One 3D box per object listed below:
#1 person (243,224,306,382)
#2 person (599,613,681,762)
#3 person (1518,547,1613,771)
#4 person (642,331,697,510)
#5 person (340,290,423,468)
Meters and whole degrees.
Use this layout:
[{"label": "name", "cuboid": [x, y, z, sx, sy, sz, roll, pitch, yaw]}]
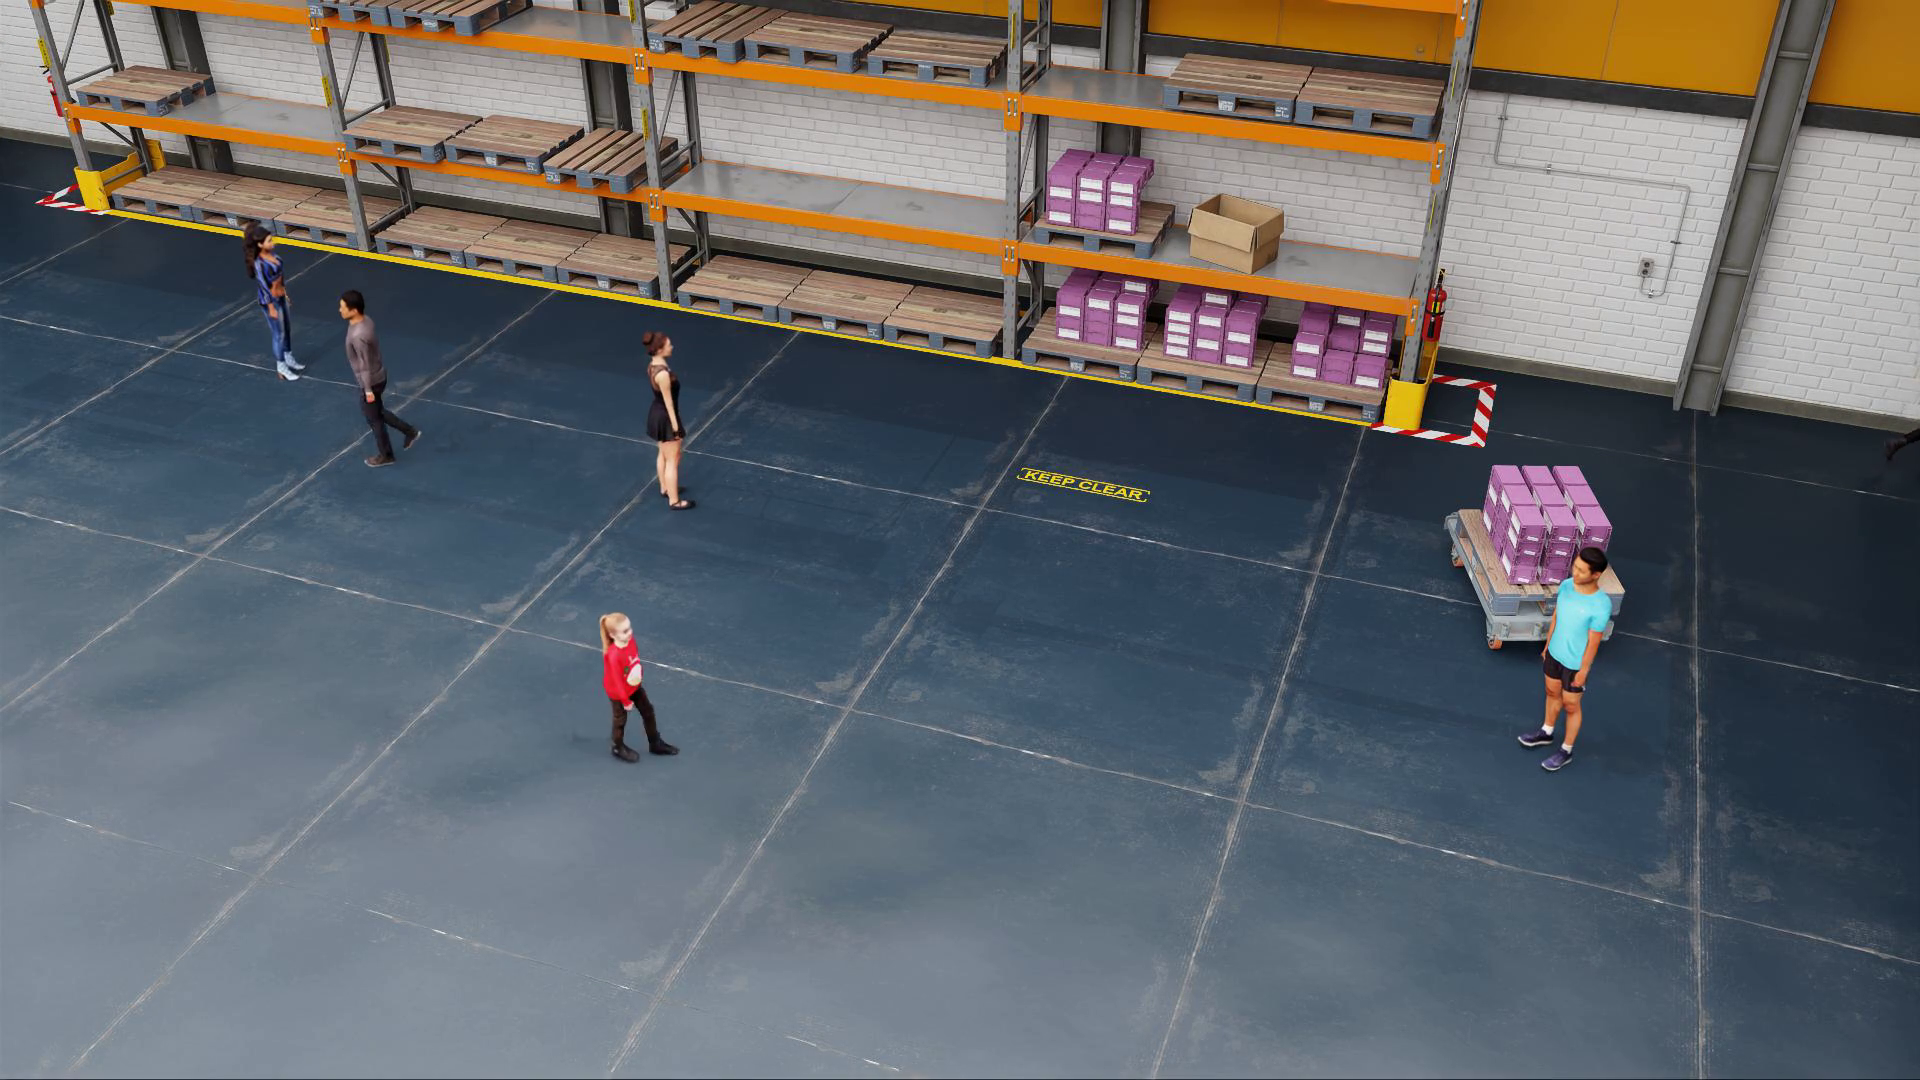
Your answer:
[{"label": "person", "cuboid": [-6.818, -2.366, 16.534, 0.662, 1.619, 0.675, 0, 34, 0]}, {"label": "person", "cuboid": [-2.413, 1.036, 11.735, 0.711, 1.266, 0.527, 10, 35, 14]}, {"label": "person", "cuboid": [4.279, 0.807, 11.621, 0.709, 1.773, 0.667, -12, 35, -17]}, {"label": "person", "cuboid": [-2.583, -1.060, 14.519, 0.737, 1.675, 0.682, -12, 36, -18]}, {"label": "person", "cuboid": [-5.247, -1.460, 15.046, 0.855, 1.758, 0.928, 9, 35, 13]}]
